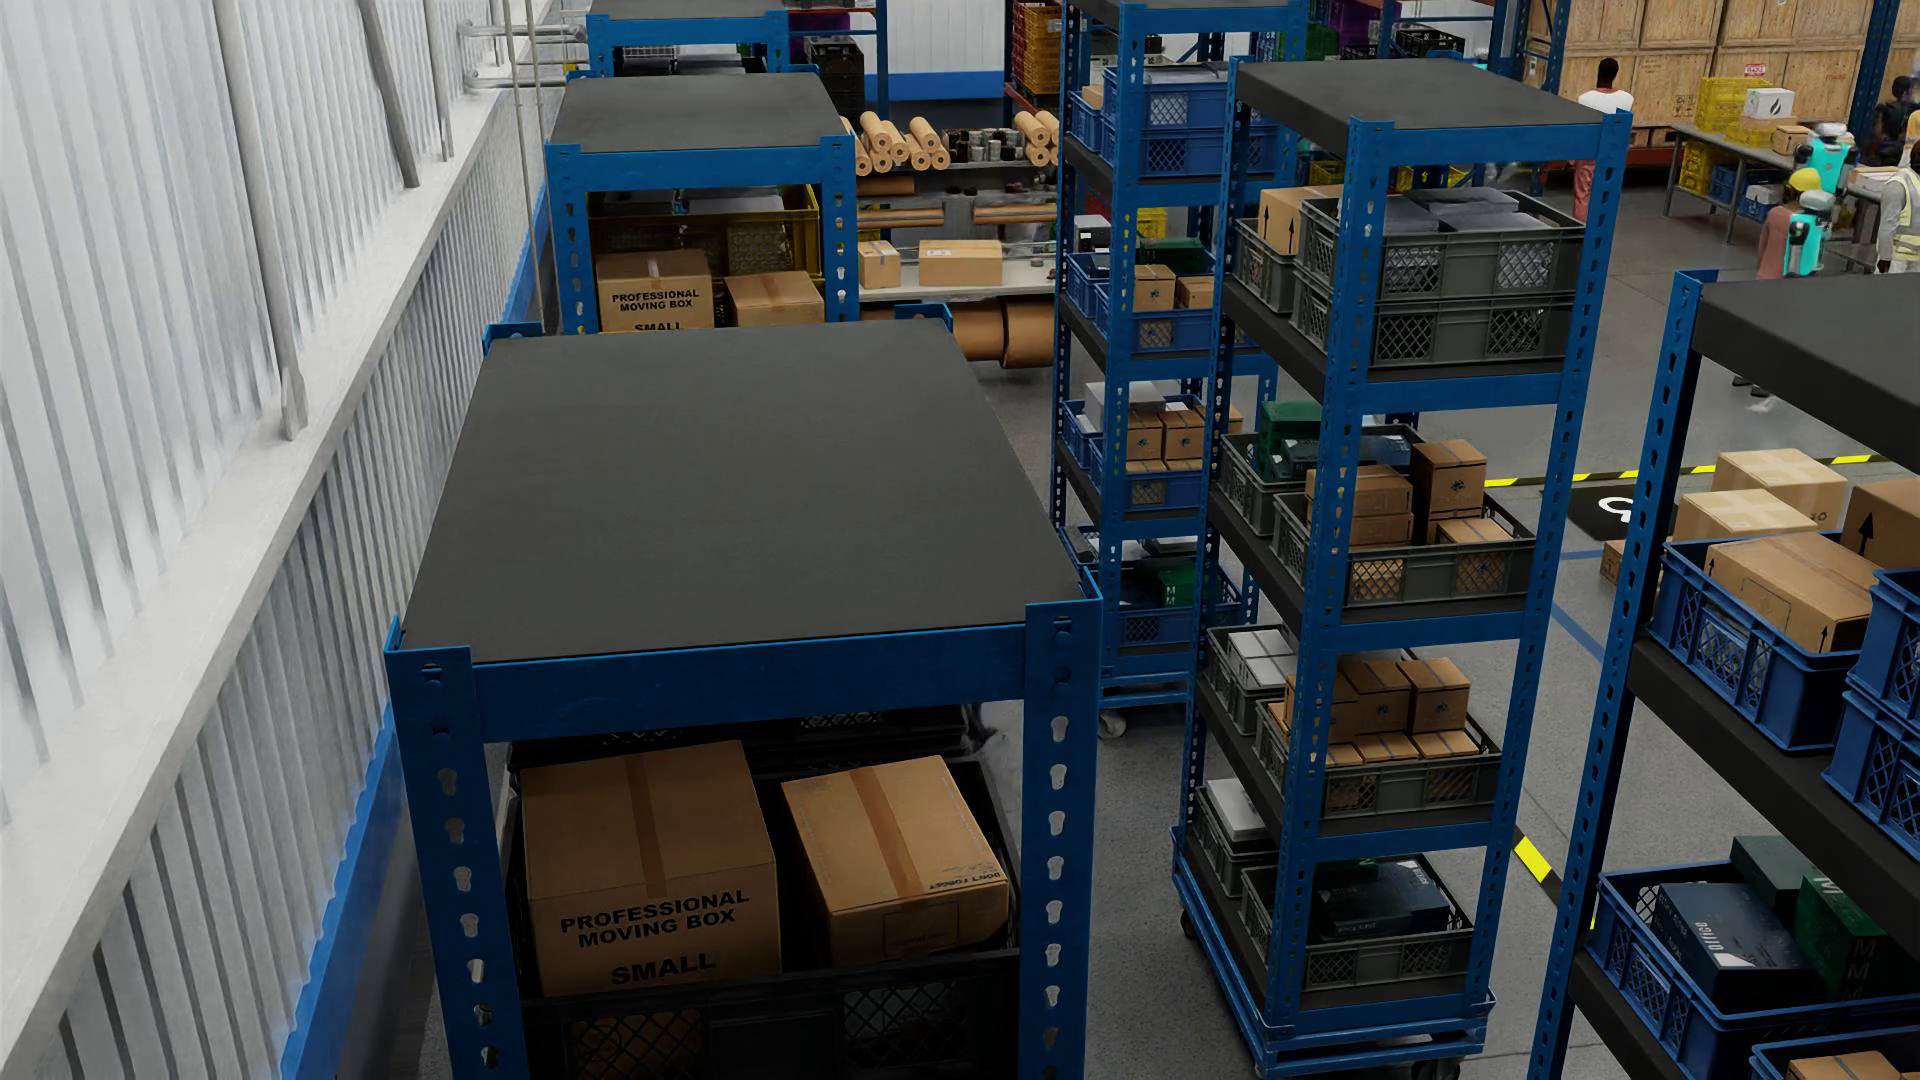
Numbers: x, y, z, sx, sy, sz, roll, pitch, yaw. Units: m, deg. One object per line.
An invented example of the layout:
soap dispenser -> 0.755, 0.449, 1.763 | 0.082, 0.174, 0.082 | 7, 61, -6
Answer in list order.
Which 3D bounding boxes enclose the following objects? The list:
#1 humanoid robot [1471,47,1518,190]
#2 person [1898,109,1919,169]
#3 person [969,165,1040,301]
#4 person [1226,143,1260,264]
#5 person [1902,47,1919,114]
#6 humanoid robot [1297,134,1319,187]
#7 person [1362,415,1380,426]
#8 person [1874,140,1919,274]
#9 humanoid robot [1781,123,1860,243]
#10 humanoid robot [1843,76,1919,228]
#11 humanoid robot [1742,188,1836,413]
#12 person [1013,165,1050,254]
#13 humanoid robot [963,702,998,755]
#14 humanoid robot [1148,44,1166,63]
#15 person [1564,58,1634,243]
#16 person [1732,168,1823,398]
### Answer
humanoid robot -> 5.924, -4.485, 18.367 | 0.752, 1.839, 0.538 | 4, 25, 8
person -> 9.192, -3.532, 15.980 | 0.549, 1.937, 0.354 | -8, 26, -17
person -> 0.419, -2.477, 13.825 | 0.728, 1.830, 0.535 | 17, 29, 32
person -> 2.837, -3.532, 16.099 | 0.662, 1.847, 0.396 | 22, 33, 39
person -> 11.092, -4.961, 19.008 | 0.531, 2.002, 0.744 | -16, 29, -31
humanoid robot -> 3.895, -4.734, 18.816 | 1.012, 1.729, 0.565 | -16, 29, -30
person -> 1.807, 0.186, 7.997 | 0.596, 1.852, 0.361 | -2, 25, -5
person -> 7.657, -2.329, 13.480 | 0.626, 1.844, 0.429 | -14, 28, -28
humanoid robot -> 7.483, -2.886, 14.842 | 0.534, 1.750, 1.011 | 1, 25, 1
humanoid robot -> 9.719, -4.017, 17.406 | 0.608, 1.629, 0.743 | -3, 25, -7
humanoid robot -> 6.400, -1.631, 12.136 | 1.003, 1.776, 0.545 | 17, 30, 33
person -> 0.643, -2.839, 14.703 | 0.295, 1.744, 0.485 | 15, 29, 29
humanoid robot -> 0.079, 0.281, 8.002 | 0.590, 1.641, 0.497 | -16, 29, -31
humanoid robot -> 2.333, -4.750, 18.802 | 0.715, 1.731, 0.532 | -11, 27, -23
person -> 6.379, -3.840, 16.674 | 0.595, 1.916, 0.375 | -4, 25, -8
person -> 6.329, -1.982, 12.814 | 0.326, 1.766, 0.532 | -3, 25, -6
